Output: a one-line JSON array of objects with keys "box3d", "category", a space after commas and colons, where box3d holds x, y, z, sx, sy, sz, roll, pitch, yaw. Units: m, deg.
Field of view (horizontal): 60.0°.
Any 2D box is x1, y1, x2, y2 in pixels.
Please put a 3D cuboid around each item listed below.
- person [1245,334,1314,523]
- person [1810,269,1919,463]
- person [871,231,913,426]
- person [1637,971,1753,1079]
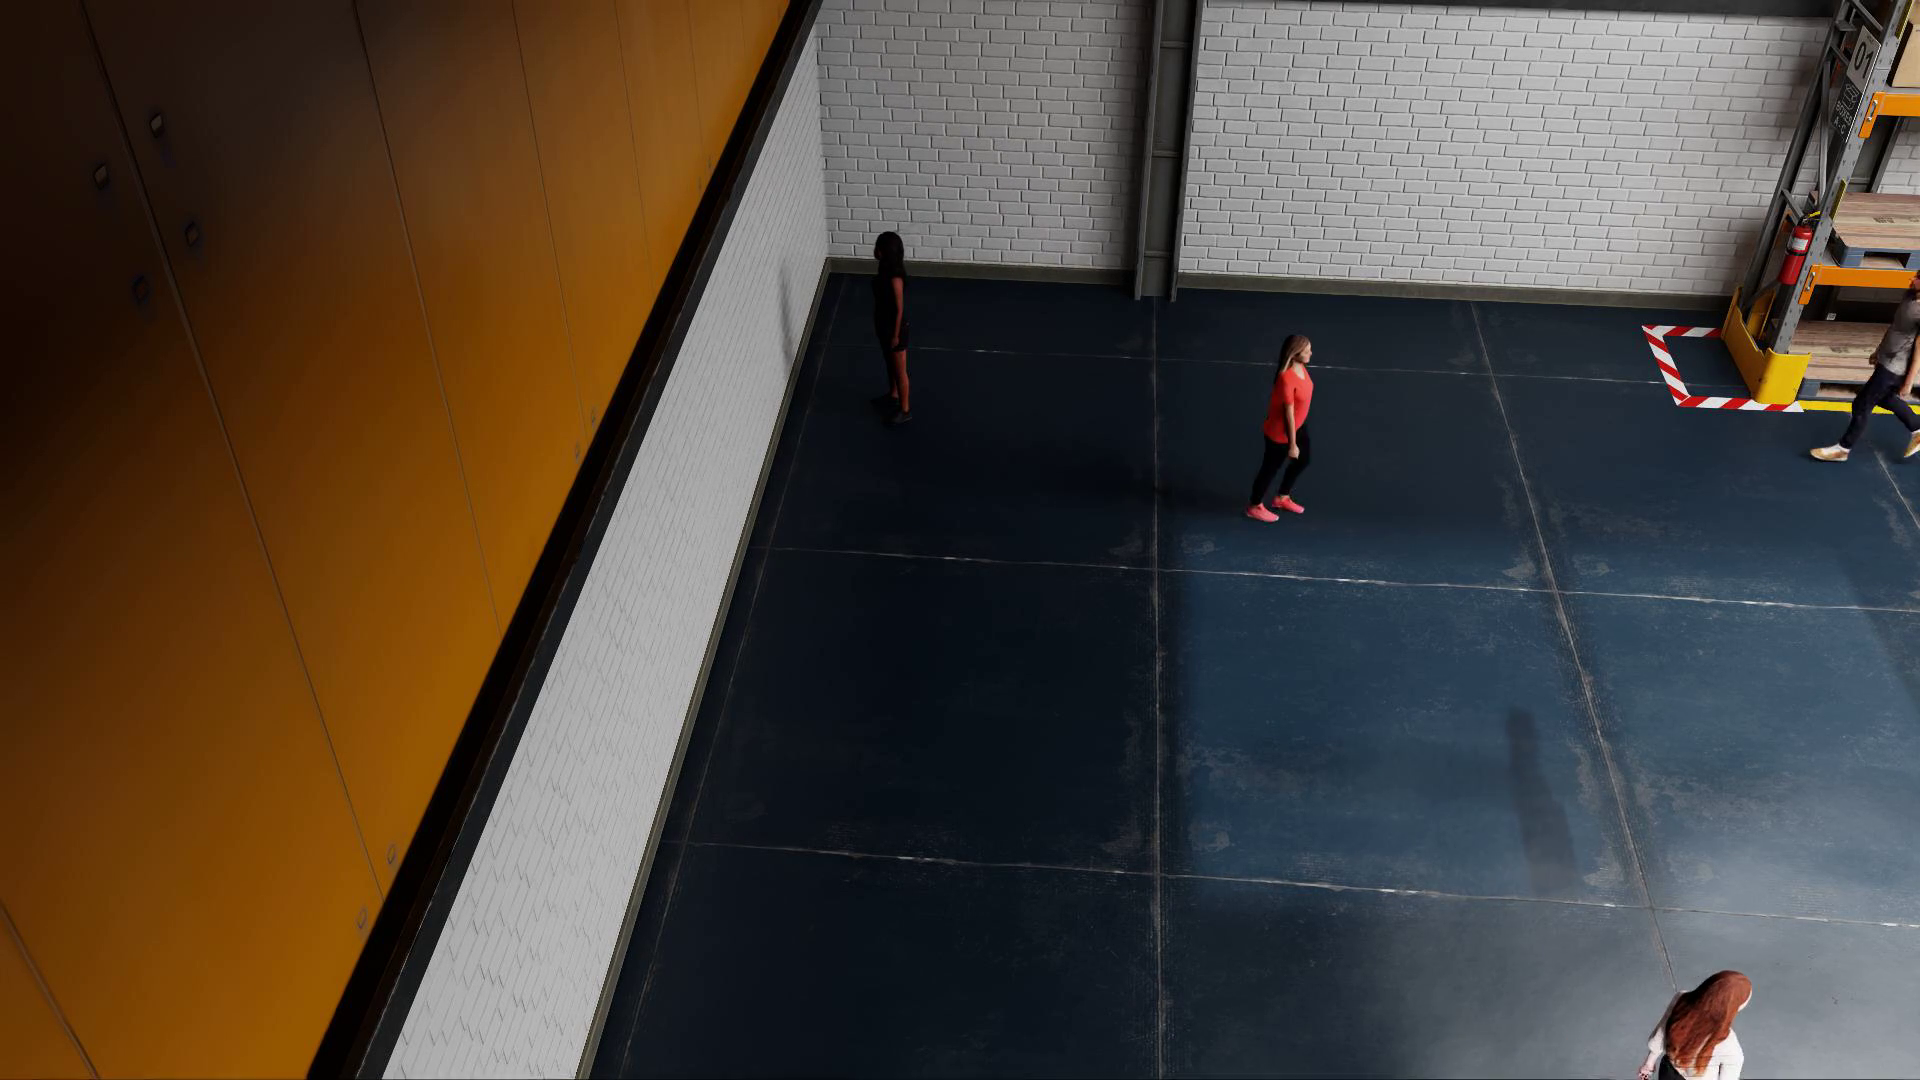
[{"box3d": [2.376, -0.841, 12.702, 0.757, 1.675, 0.703, 16, 41, 19], "category": "person"}, {"box3d": [7.530, -1.384, 13.228, 1.170, 1.868, 0.743, 8, 39, 10], "category": "person"}, {"box3d": [-0.568, -1.768, 13.811, 0.646, 1.741, 0.666, -12, 40, -15], "category": "person"}, {"box3d": [3.471, 2.755, 8.165, 1.228, 1.718, 0.918, -11, 40, -14], "category": "person"}]
